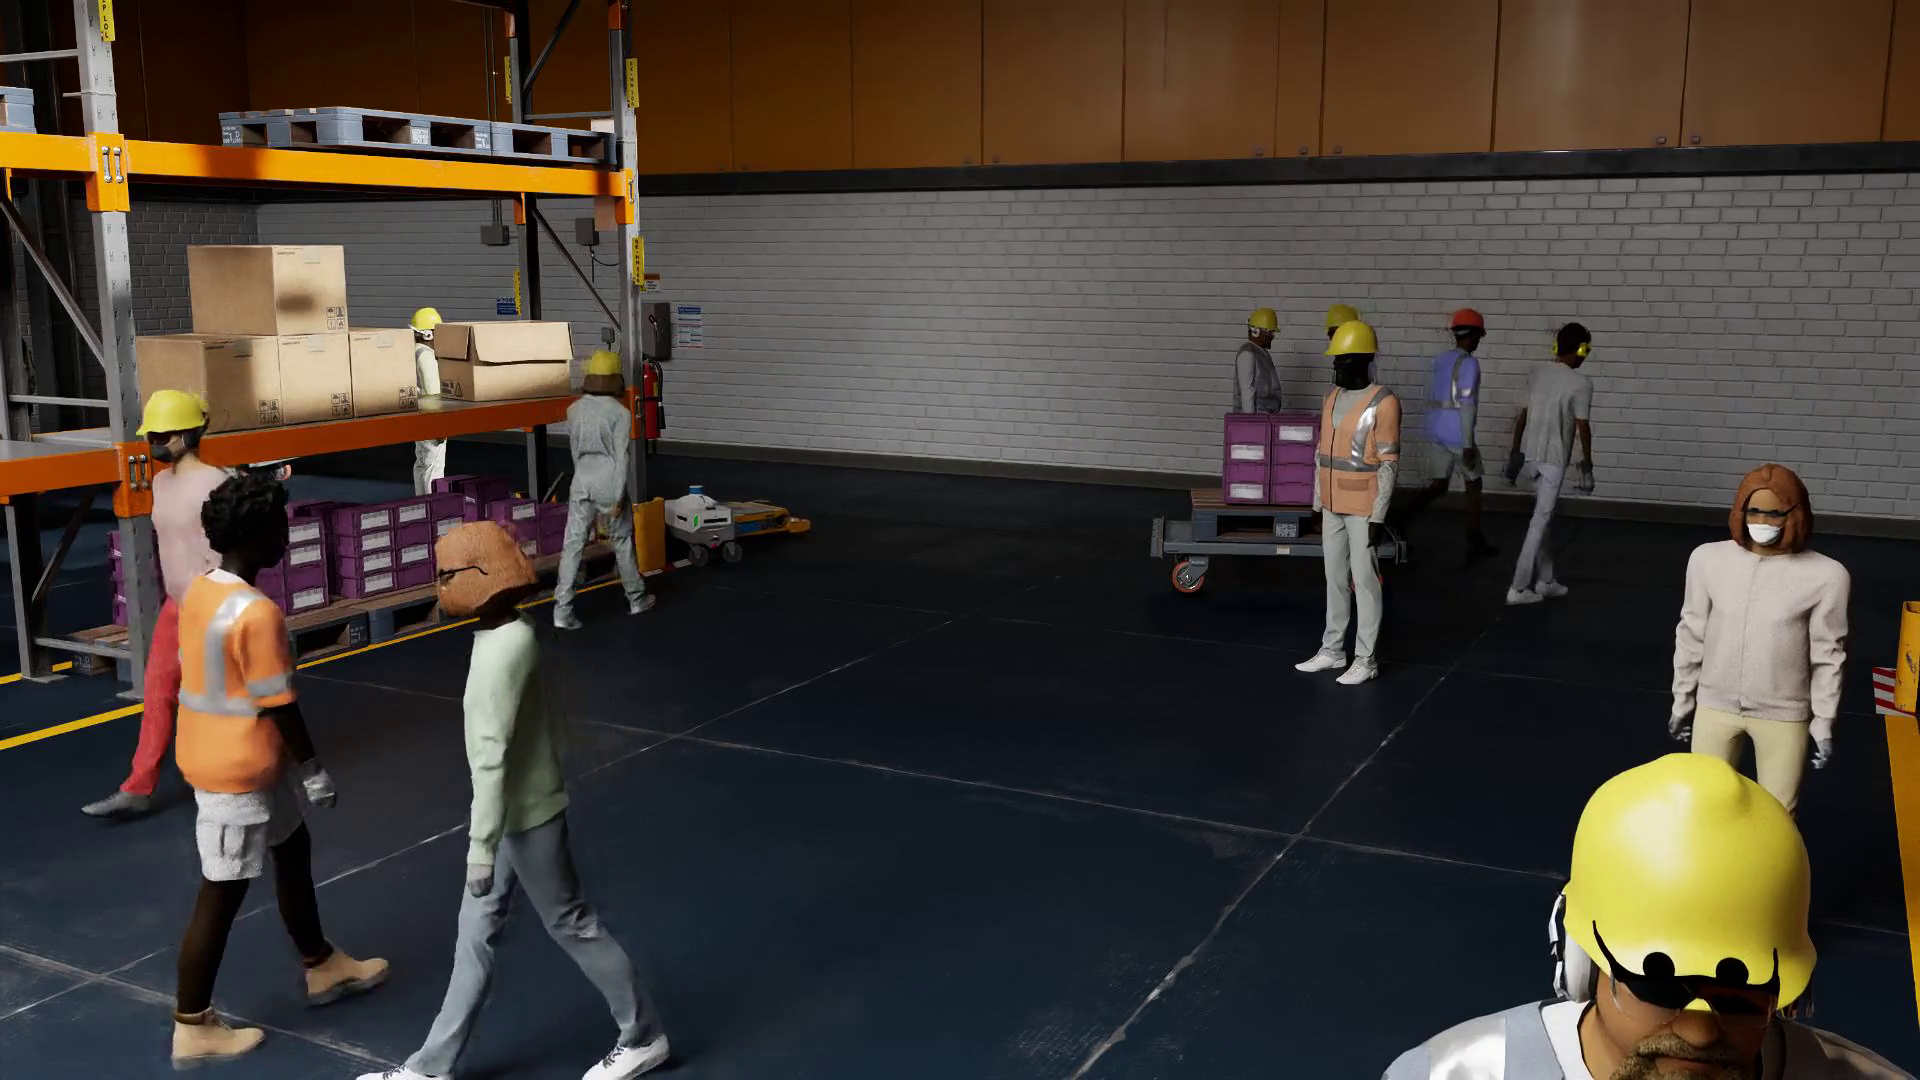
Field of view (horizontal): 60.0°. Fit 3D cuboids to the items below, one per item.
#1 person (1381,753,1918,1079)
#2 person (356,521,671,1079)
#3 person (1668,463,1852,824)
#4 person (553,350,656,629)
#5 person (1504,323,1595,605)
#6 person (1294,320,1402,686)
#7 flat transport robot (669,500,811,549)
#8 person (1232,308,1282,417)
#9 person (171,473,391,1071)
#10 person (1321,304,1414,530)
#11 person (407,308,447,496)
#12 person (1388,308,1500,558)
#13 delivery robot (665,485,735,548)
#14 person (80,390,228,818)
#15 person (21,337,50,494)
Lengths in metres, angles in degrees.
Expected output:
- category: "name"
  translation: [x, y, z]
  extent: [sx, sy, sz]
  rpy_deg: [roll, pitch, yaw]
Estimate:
- category: "person"
  translation: [0.689, 1.092, 1.694]
  extent: [0.587, 1.825, 0.403]
  rpy_deg: [2, 10, 10]
- category: "person"
  translation: [-1.184, 0.738, 4.440]
  extent: [0.840, 1.584, 0.517]
  rpy_deg: [-3, 10, -15]
- category: "person"
  translation: [2.517, 0.564, 5.289]
  extent: [0.498, 1.633, 0.282]
  rpy_deg: [8, 13, 39]
- category: "person"
  translation: [-2.216, -0.317, 10.225]
  extent: [0.493, 1.690, 0.938]
  rpy_deg: [3, 10, 18]
- category: "person"
  translation: [3.875, -0.487, 10.796]
  extent: [0.732, 1.827, 0.541]
  rpy_deg: [-5, 11, -26]
- category: "person"
  translation: [2.074, -0.196, 8.840]
  extent: [0.363, 1.928, 0.587]
  rpy_deg: [-5, 11, -27]
- category: "flat transport robot"
  translation: [-1.956, -0.132, 13.258]
  extent: [1.431, 0.197, 0.652]
  rpy_deg: [-9, 13, -42]
- category: "person"
  translation: [2.507, -1.041, 14.032]
  extent: [0.403, 1.822, 0.589]
  rpy_deg: [3, 10, 19]
- category: "person"
  translation: [-1.947, 0.637, 4.759]
  extent: [0.784, 1.662, 0.537]
  rpy_deg: [-7, 12, -36]
- category: "person"
  translation: [3.143, -0.892, 12.984]
  extent: [0.740, 1.897, 0.592]
  rpy_deg: [1, 10, 5]
- category: "person"
  translation: [-4.339, -0.983, 13.669]
  extent: [0.403, 1.833, 0.586]
  rpy_deg: [-7, 12, -34]
- category: "person"
  translation: [3.610, -0.785, 12.403]
  extent: [0.889, 1.886, 0.600]
  rpy_deg: [-2, 10, -13]
- category: "delivery robot"
  translation: [-1.952, -0.163, 12.342]
  extent: [0.477, 0.478, 0.707]
  rpy_deg: [-6, 11, -31]
- category: "person"
  translation: [-3.134, 0.277, 6.659]
  extent: [0.545, 1.731, 0.839]
  rpy_deg: [6, 12, 32]
- category: "person"
  translation: [-8.963, -1.343, 15.718]
  extent: [0.633, 1.846, 0.429]
  rpy_deg: [6, 11, 29]
